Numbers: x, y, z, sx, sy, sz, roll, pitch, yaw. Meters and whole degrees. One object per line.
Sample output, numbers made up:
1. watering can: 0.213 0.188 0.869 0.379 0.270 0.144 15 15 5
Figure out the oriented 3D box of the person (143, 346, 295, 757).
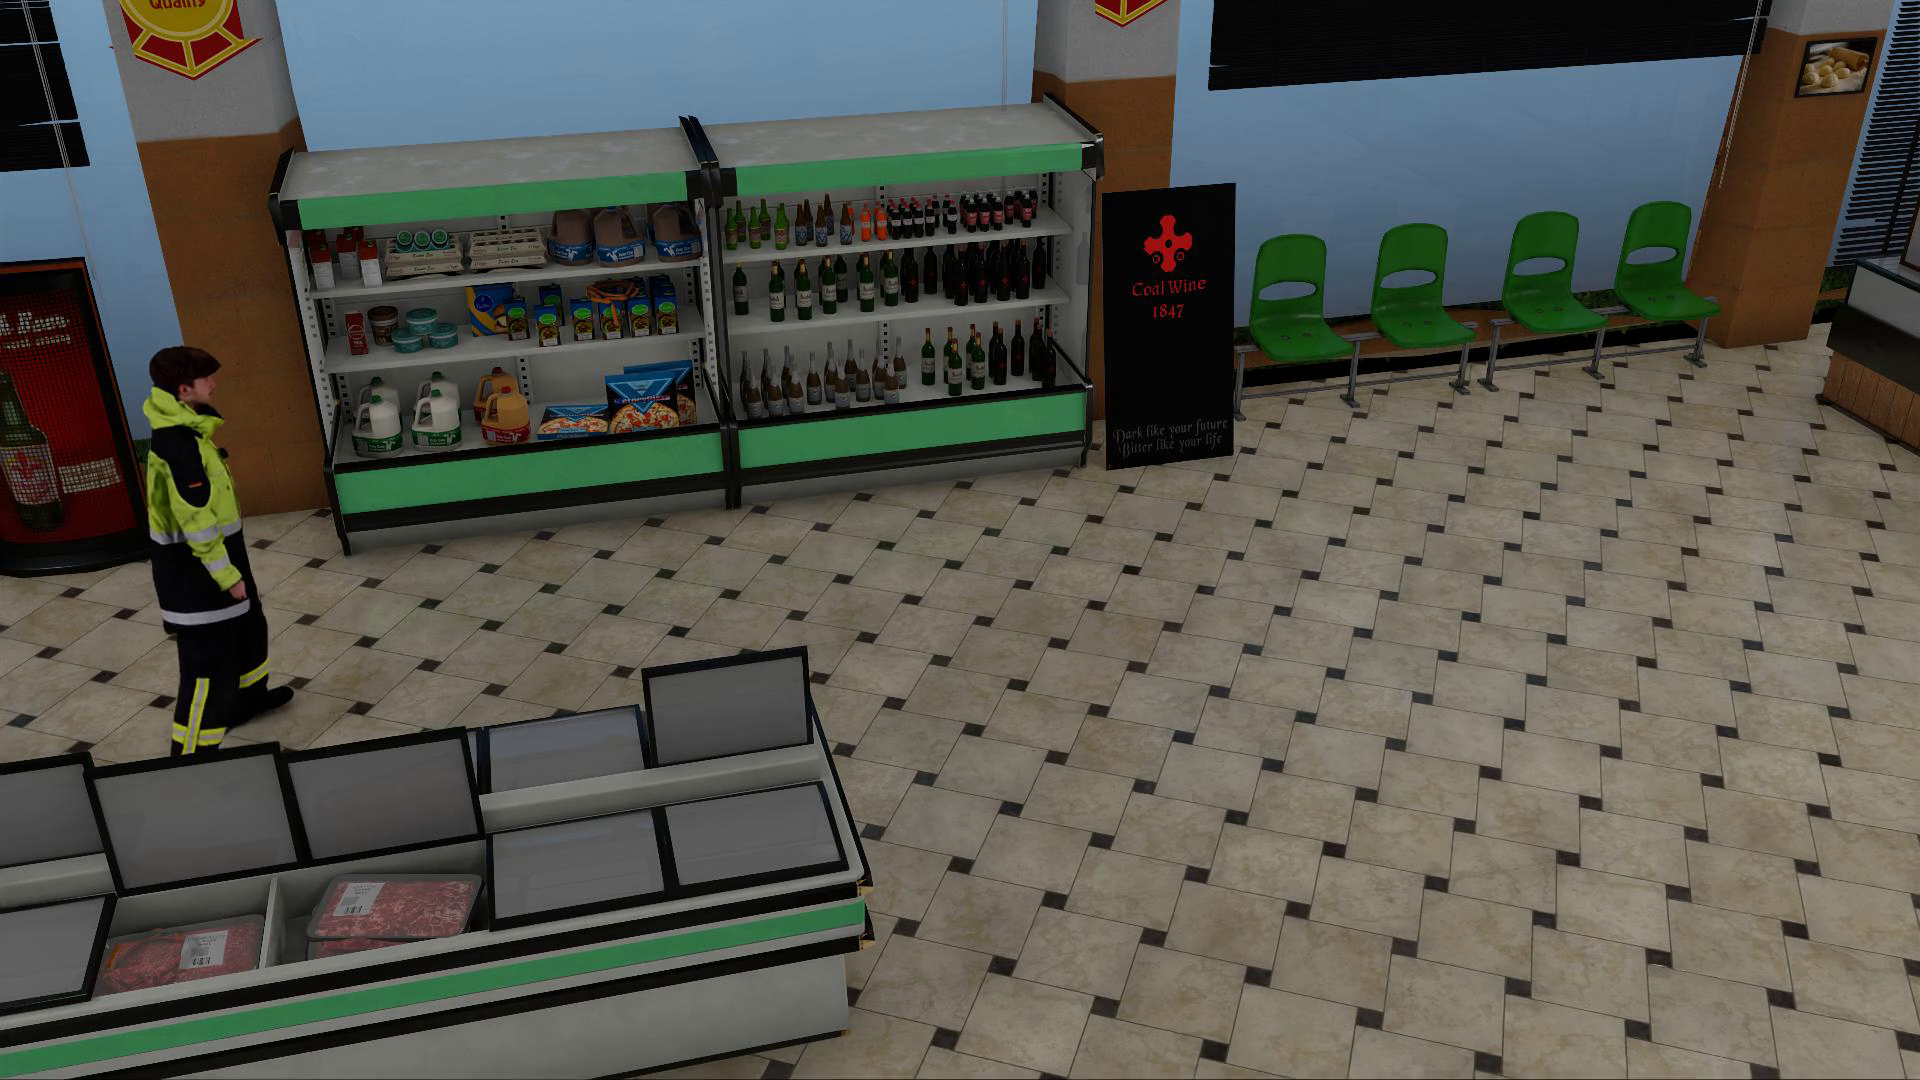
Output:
1. person: -3.335 0.087 7.335 0.874 1.950 1.016 -12 31 -20
